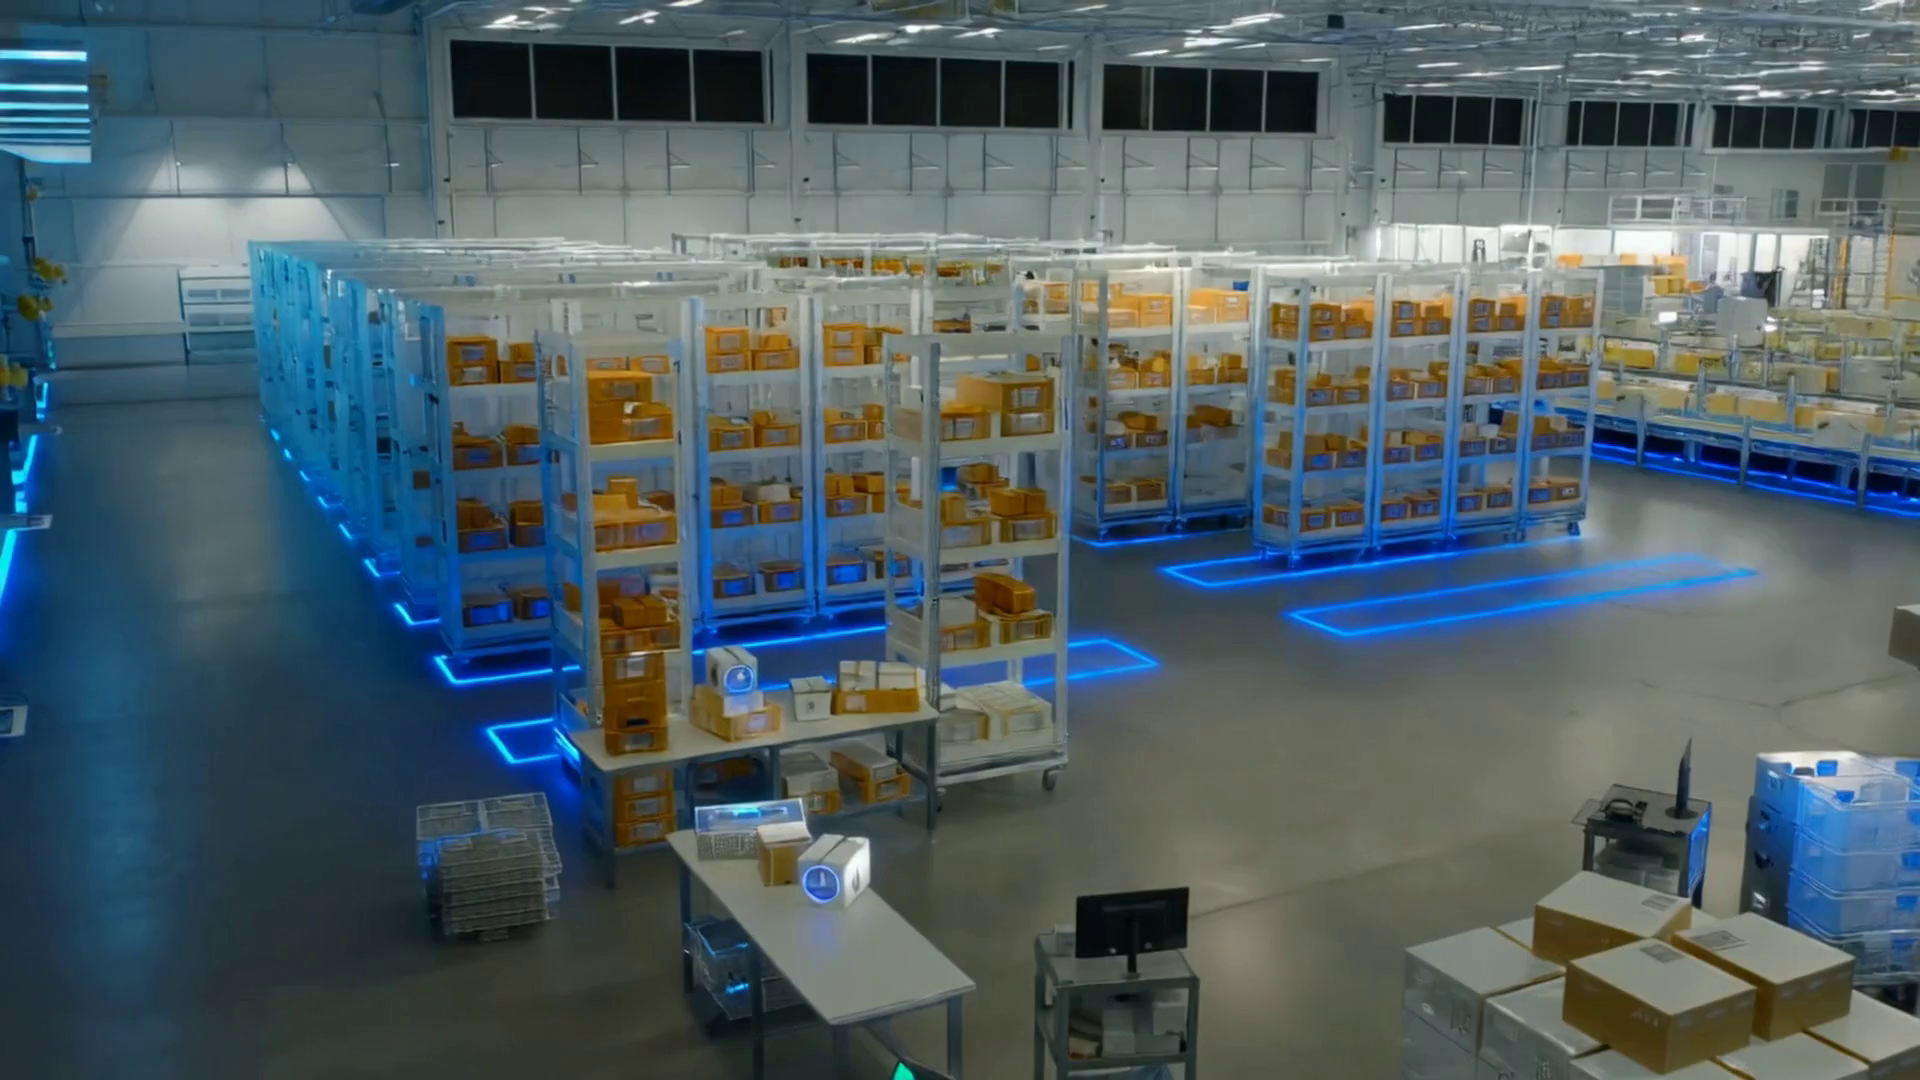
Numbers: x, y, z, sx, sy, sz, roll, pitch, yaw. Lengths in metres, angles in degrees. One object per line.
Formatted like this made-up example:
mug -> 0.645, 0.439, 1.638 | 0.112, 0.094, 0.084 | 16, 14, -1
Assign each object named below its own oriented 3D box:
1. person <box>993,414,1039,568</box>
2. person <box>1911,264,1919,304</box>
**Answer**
person -> 0.639, -0.672, 20.839 | 0.996, 1.955, 0.610 | 12, 17, 44
person -> 38.382, -10.369, 66.399 | 0.578, 1.872, 0.405 | -5, 13, -21
